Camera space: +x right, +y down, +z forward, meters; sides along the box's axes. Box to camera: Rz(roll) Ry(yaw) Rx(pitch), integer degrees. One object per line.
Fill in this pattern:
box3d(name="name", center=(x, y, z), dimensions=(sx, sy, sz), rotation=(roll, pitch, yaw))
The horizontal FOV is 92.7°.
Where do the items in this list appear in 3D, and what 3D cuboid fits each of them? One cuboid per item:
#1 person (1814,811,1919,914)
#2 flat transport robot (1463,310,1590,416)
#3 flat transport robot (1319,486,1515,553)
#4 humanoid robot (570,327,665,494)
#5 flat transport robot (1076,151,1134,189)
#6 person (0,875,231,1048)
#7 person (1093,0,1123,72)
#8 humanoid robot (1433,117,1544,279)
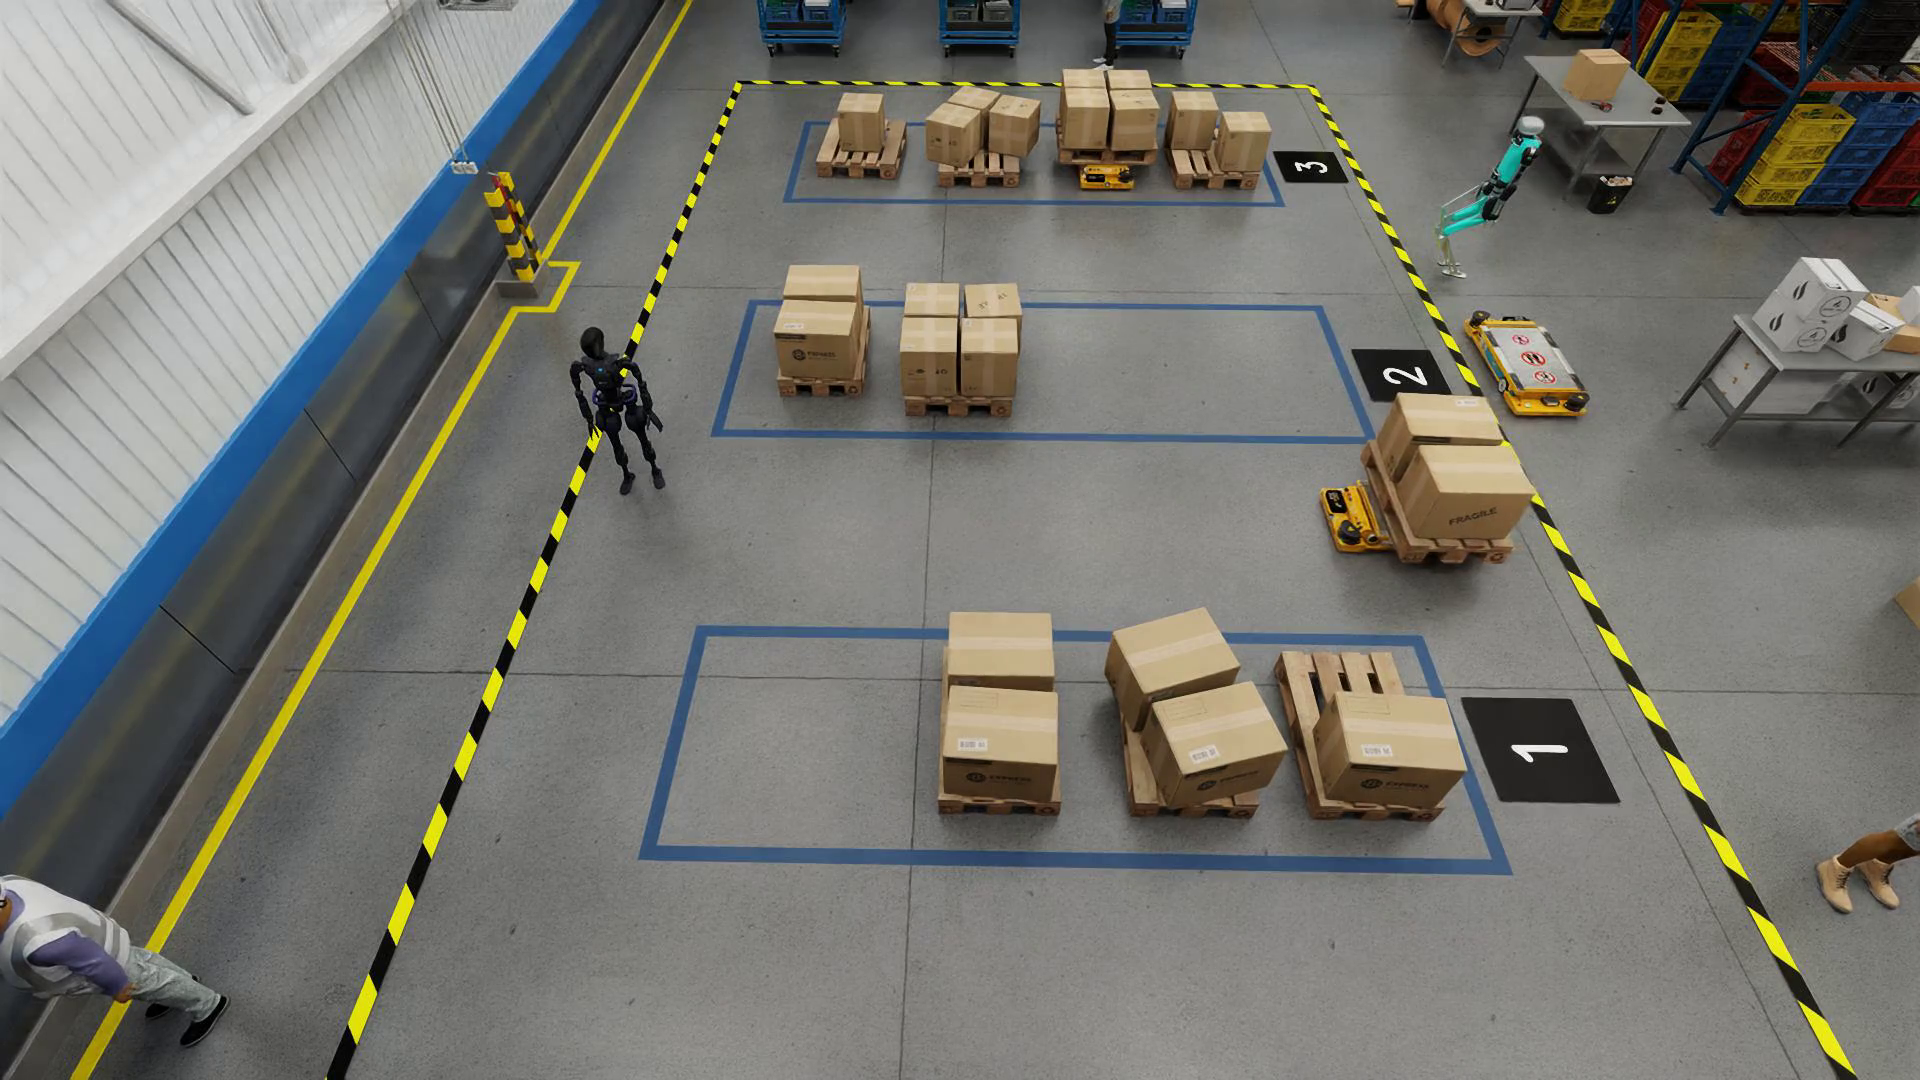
box3d(name="person", center=(5.661, 1.531, 5.035), dimensions=(0.605, 2.045, 0.385), rotation=(-1, 49, -1))
box3d(name="flat transport robot", center=(5.573, -1.757, 9.054), dimensions=(0.659, 0.231, 1.431), rotation=(1, 49, 1))
box3d(name="flat transport robot", center=(3.834, -0.205, 7.693), dimensions=(1.431, 0.197, 0.652), rotation=(1, 49, 1))
box3d(name="humanoid robot", center=(-2.773, -1.039, 7.494), dimensions=(0.599, 1.653, 0.315), rotation=(-8, 50, -7))
box3d(name="flat transport robot", center=(1.845, -4.982, 11.827), dimensions=(0.652, 0.197, 1.431), rotation=(1, 49, 1))
box3d(name="person", center=(-4.445, 2.133, 4.650), dimensions=(0.589, 1.837, 0.404), rotation=(23, 53, 18))
box3d(name="person", center=(2.150, -7.763, 13.205), dimensions=(0.393, 1.850, 0.598), rotation=(5, 49, 4))
box3d(name="humanoid robot", center=(5.367, -3.568, 9.562), dimensions=(0.735, 1.676, 0.533), rotation=(8, 50, 7))
